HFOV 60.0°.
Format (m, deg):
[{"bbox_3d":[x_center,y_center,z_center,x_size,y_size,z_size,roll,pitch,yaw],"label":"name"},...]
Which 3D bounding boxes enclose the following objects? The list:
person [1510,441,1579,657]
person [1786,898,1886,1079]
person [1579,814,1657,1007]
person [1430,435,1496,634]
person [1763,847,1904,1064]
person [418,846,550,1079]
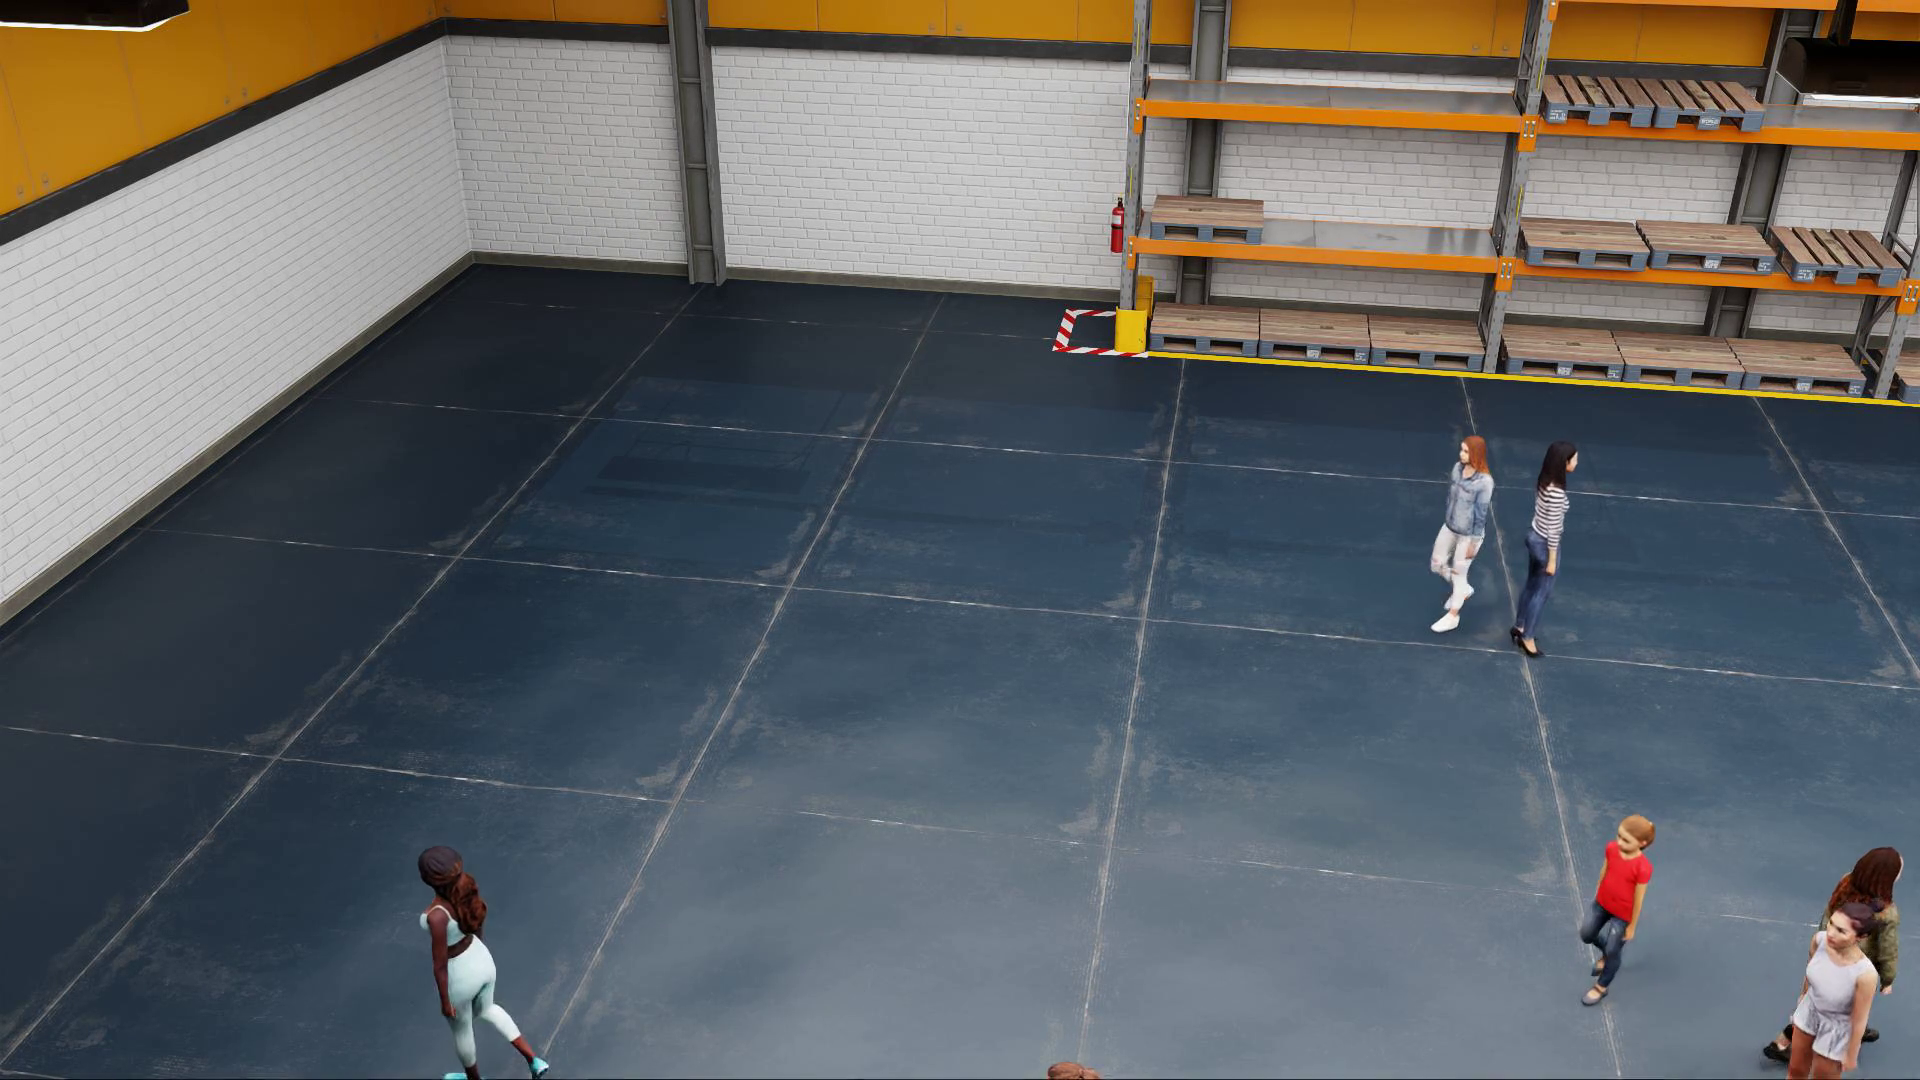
[{"bbox_3d":[4.472,0.067,12.824,0.523,1.791,0.618,2,29,4],"label":"person"},{"bbox_3d":[4.551,2.484,8.592,0.845,1.600,0.720,-6,29,-12],"label":"person"},{"bbox_3d":[3.834,2.107,9.594,0.692,1.303,0.628,-16,33,-27],"label":"person"},{"bbox_3d":[4.045,-0.065,13.171,0.882,1.690,0.814,-14,32,-24],"label":"person"},{"bbox_3d":[4.797,2.305,9.083,1.074,1.443,0.819,-5,29,-8],"label":"person"},{"bbox_3d":[-2.539,2.318,8.777,0.938,1.714,0.673,10,30,18],"label":"person"}]
